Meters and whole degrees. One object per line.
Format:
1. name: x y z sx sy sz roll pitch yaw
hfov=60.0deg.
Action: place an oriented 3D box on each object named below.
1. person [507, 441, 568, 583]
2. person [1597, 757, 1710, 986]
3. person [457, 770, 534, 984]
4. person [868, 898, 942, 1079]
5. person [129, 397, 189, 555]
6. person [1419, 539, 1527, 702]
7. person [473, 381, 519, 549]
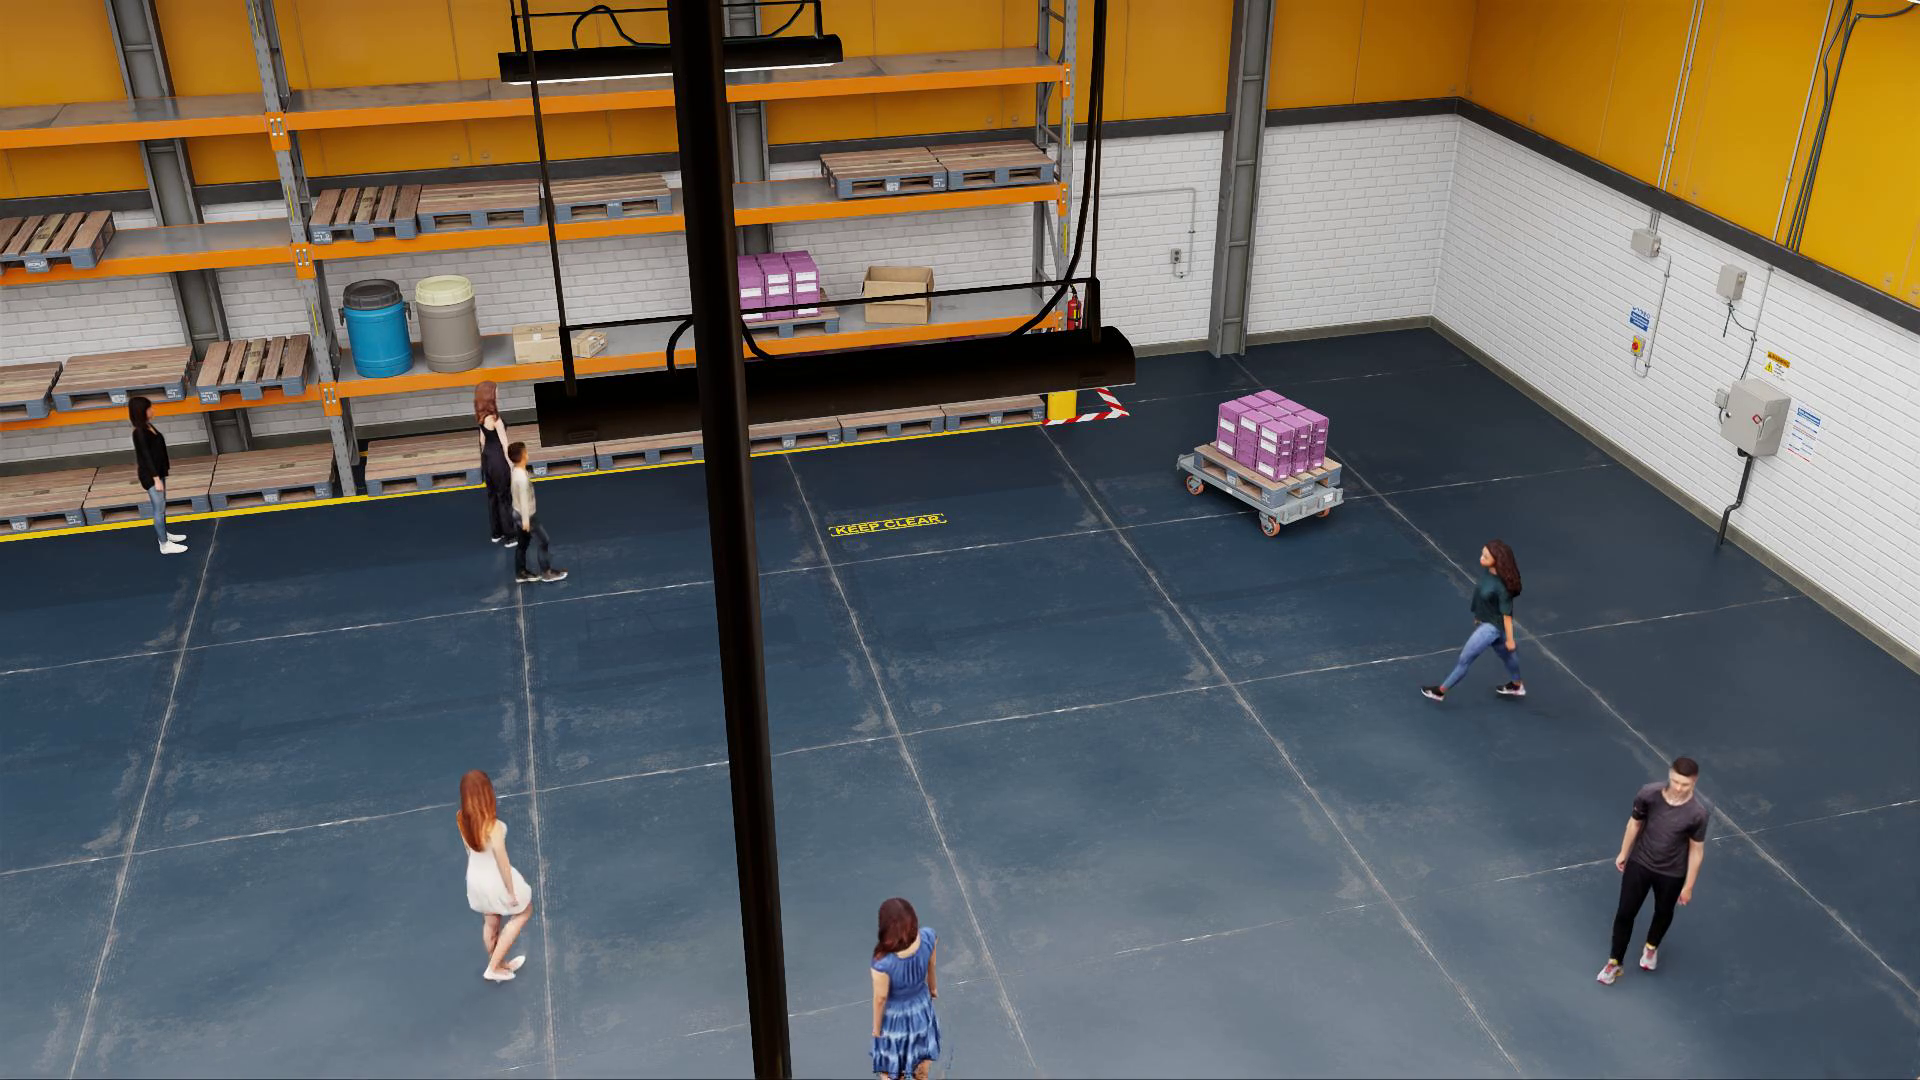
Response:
1. person: -4.237 -0.228 15.900 0.733 1.445 0.628 -10 30 -18
2. person: 4.736 2.158 11.213 0.957 1.743 1.034 19 34 31
3. person: -3.157 2.300 10.996 0.762 1.702 0.823 17 33 28
4. person: -0.303 2.869 9.851 0.834 1.800 0.886 -20 34 -32
5. person: -7.998 -0.663 16.487 0.556 1.645 0.604 -12 31 -20
6. person: 4.563 0.739 14.013 1.241 1.553 0.863 2 29 4
7. person: -4.628 -0.763 16.566 0.667 1.745 0.692 22 36 35
